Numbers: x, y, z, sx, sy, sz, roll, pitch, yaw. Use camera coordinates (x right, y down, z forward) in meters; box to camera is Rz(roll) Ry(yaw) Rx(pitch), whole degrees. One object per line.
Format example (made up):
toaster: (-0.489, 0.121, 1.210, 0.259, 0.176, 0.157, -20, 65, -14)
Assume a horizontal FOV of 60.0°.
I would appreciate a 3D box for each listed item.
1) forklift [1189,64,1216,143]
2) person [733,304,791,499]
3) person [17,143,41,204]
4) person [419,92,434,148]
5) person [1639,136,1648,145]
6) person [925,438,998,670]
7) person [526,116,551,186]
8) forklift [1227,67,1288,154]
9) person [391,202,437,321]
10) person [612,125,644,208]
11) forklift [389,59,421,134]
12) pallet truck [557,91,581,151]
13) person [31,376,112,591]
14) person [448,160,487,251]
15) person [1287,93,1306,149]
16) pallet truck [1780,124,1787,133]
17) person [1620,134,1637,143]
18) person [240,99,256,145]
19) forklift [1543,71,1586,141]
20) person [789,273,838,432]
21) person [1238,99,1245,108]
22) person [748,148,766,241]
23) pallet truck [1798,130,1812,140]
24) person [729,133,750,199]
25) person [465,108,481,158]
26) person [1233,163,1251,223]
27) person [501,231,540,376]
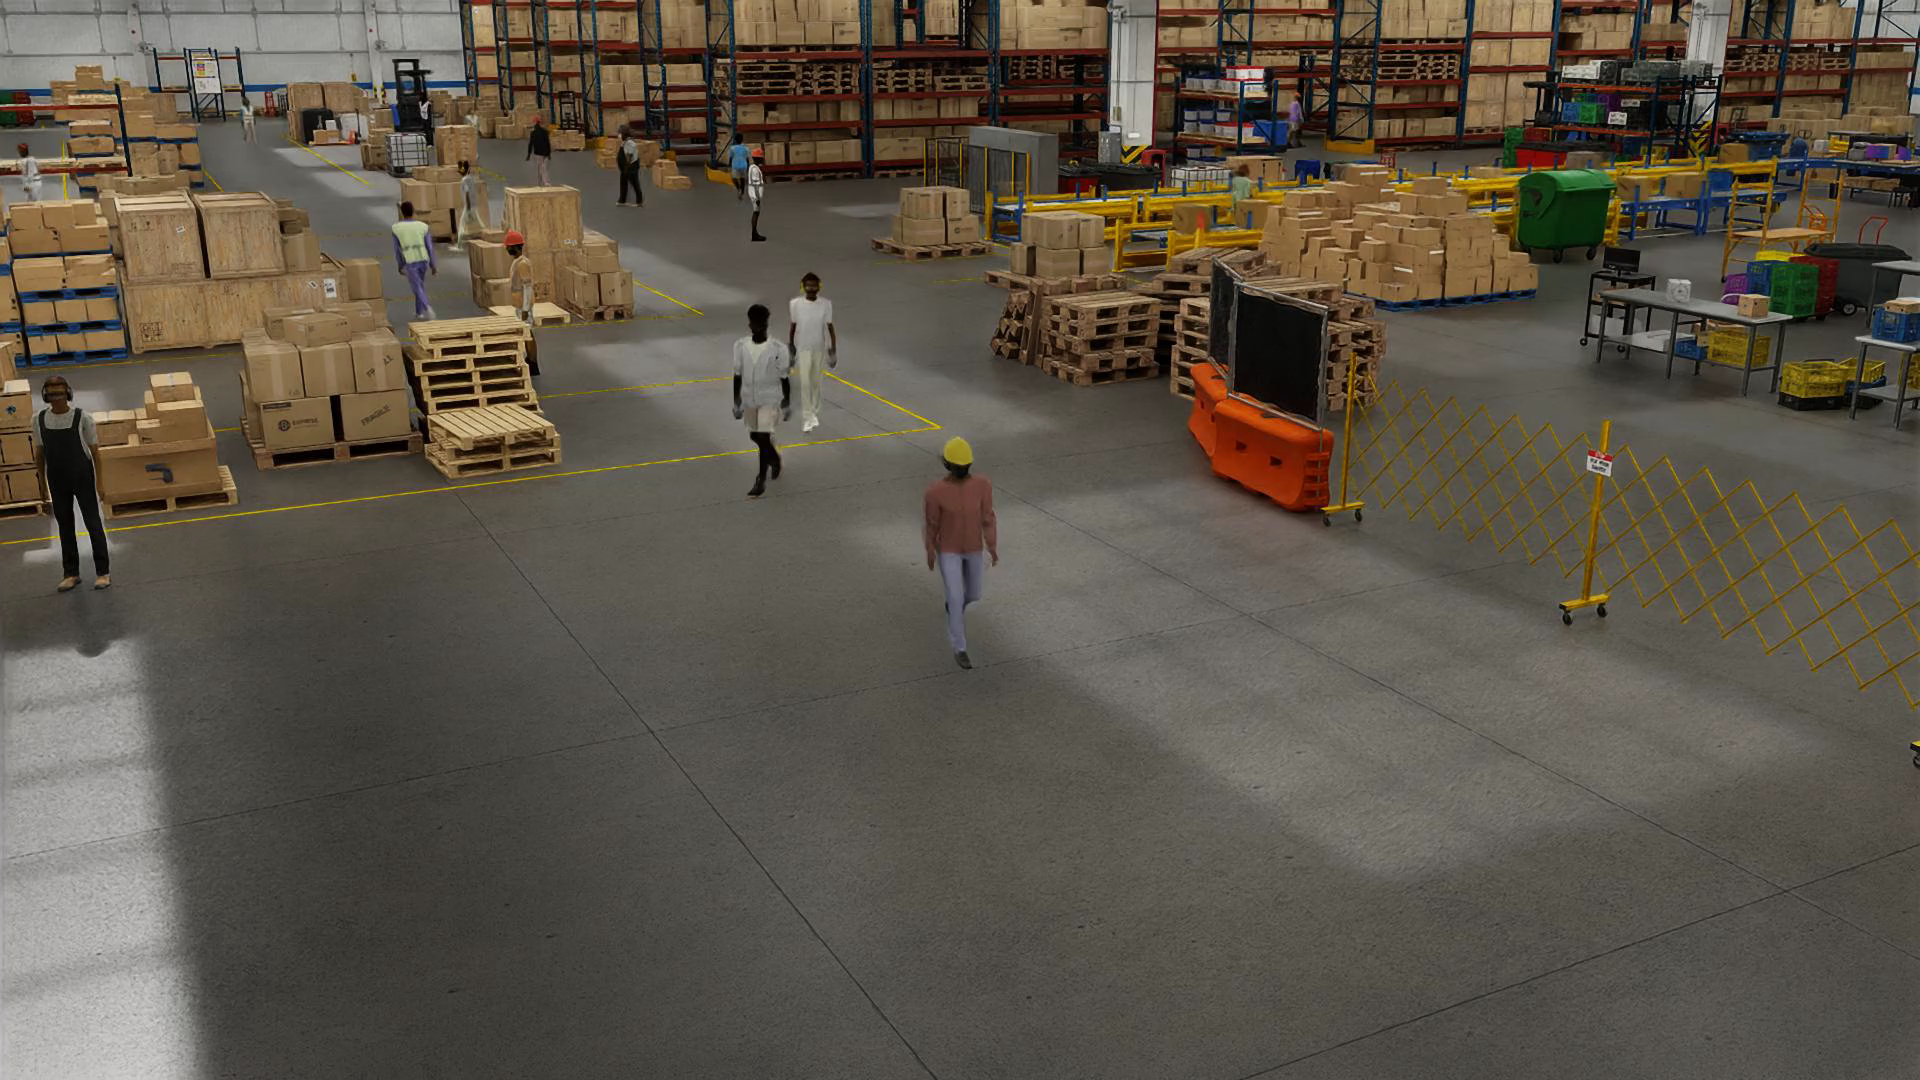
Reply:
forklift: (8.668, -15.520, 59.219, 1.129, 2.768, 1.873, -9, 20, -27)
person: (-1.990, -1.451, 16.871, 0.607, 1.938, 0.905, 6, 19, 19)
person: (-20.738, -7.906, 37.113, 0.607, 1.869, 0.377, 13, 22, 34)
person: (-18.720, -14.743, 58.367, 0.587, 1.911, 0.397, 14, 23, 37)
person: (19.972, -11.603, 48.860, 0.797, 1.742, 0.530, 4, 18, 12)
person: (-0.021, 0.044, 12.522, 0.534, 1.744, 0.688, -6, 19, -19)
person: (-11.367, -10.376, 44.661, 0.960, 1.948, 0.637, 10, 21, 29)
forklift: (10.073, -14.444, 55.865, 1.129, 2.768, 1.873, -10, 20, -29)
person: (-8.505, -4.352, 26.077, 0.581, 1.855, 0.918, -14, 22, -36)
person: (-8.201, -9.155, 40.729, 0.845, 2.000, 0.705, -8, 19, -23)
forklift: (-21.461, -17.300, 64.768, 1.129, 2.768, 1.873, -15, 23, -39)
pallet truck: (-13.495, -14.412, 57.188, 0.823, 1.965, 1.885, -3, 18, -9)
person: (-7.479, -0.476, 13.989, 0.513, 1.844, 0.336, -3, 18, -9)
person: (-9.849, -6.722, 33.499, 0.979, 1.833, 0.502, 2, 18, 7)
person: (11.788, -14.595, 57.919, 0.876, 1.884, 0.587, -2, 18, -7)
pallet truck: (25.206, -12.542, 52.601, 1.601, 1.201, 0.680, 0, 18, -2)
person: (21.528, -13.039, 53.450, 0.531, 1.659, 0.858, 12, 21, 33)
person: (-25.543, -15.005, 59.658, 0.523, 1.620, 0.668, -14, 22, -37)
forklift: (18.685, -13.231, 52.085, 1.873, 2.768, 1.129, -9, 20, -26)
person: (-1.697, -2.152, 19.222, 0.560, 1.833, 0.886, -3, 18, -9)
person: (10.787, -16.452, 63.869, 0.766, 1.803, 0.595, -10, 20, -27)
person: (-4.255, -7.264, 35.027, 0.394, 1.929, 0.539, -3, 18, -10)
pallet truck: (25.526, -11.556, 49.408, 1.630, 1.274, 0.653, -9, 20, -26)
person: (-5.618, -9.529, 42.460, 0.545, 1.682, 0.564, -8, 19, -22)
person: (-16.004, -13.376, 54.583, 0.770, 1.614, 0.522, 16, 24, 41)
person: (5.889, -7.119, 35.074, 0.640, 1.615, 0.503, -10, 20, -28)
person: (-5.863, -3.151, 22.178, 0.365, 1.934, 0.552, -8, 19, -22)
